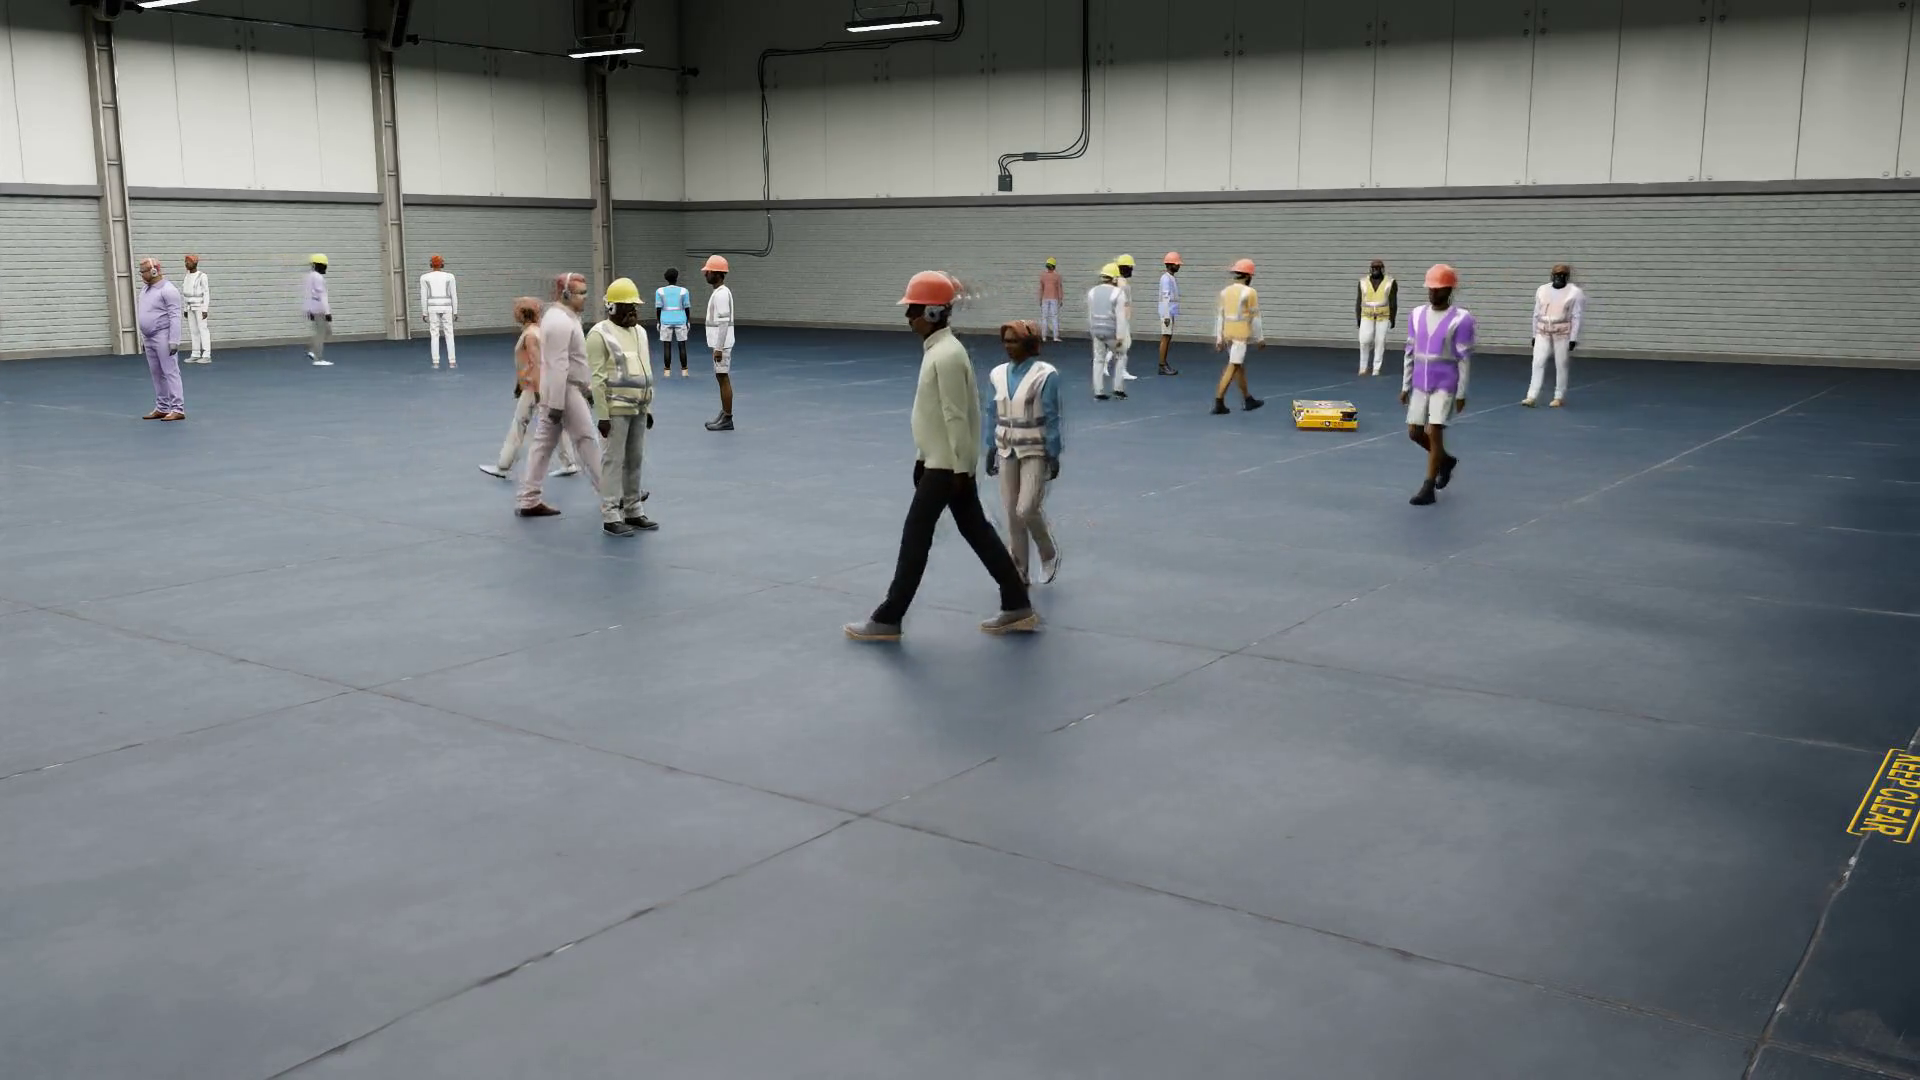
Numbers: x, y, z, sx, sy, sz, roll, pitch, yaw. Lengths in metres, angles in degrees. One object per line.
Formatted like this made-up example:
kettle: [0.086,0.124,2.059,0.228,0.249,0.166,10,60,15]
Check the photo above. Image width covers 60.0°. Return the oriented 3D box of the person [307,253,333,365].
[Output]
person: [-10.885,-3.917,28.313,0.427,1.906,0.591,-6,12,-29]

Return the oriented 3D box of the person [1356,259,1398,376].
person: [6.492,-3.461,25.976,0.640,1.822,0.595,4,11,20]

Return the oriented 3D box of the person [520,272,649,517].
person: [-2.915,-1.097,12.657,0.996,1.842,0.630,-4,11,-21]

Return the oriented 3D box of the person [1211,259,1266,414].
person: [3.427,-2.489,20.399,0.967,1.883,0.539,-6,12,-32]

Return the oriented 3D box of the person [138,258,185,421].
person: [-9.414,-2.345,19.523,0.652,1.898,0.402,7,12,33]

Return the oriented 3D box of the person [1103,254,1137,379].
person: [2.416,-3.388,25.312,0.533,1.913,0.604,0,10,2]

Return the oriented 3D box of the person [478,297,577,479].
person: [-3.816,-1.334,14.680,0.863,1.597,0.510,-1,10,-8]

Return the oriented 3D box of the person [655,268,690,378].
person: [-4.433,-3.351,25.714,0.540,1.698,0.317,-2,10,-12]

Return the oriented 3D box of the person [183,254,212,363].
person: [-13.276,-4.008,28.886,0.573,1.883,0.356,5,11,27]

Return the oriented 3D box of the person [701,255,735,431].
person: [-2.691,-2.189,18.526,0.354,1.942,0.545,-2,10,-11]

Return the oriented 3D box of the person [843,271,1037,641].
person: [-0.059,-0.432,8.719,1.036,1.941,0.640,0,10,-2]

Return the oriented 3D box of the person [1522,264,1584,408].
person: [7.445,-2.549,20.928,0.639,1.804,0.859,8,13,39]

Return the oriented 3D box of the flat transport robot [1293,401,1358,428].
flat transport robot: [4.181,-1.456,19.101,0.652,0.197,1.431,2,10,9]

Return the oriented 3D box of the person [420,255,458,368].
person: [-8.658,-3.796,27.693,0.573,1.883,0.354,-3,11,-16]

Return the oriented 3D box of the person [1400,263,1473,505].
person: [3.847,-1.252,13.340,0.675,1.920,0.565,-9,14,-43]

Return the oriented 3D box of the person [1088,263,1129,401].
person: [1.986,-2.734,21.952,0.597,1.810,0.632,8,13,36]

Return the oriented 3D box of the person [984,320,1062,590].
person: [0.365,-0.494,9.906,0.536,1.626,0.358,9,13,40]

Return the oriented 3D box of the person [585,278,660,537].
person: [-2.391,-0.942,11.879,0.403,1.829,0.610,5,11,26]

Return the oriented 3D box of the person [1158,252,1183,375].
person: [3.329,-3.574,26.298,0.373,1.934,0.551,3,10,14]

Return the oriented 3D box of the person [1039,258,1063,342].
person: [1.914,-5.057,35.084,0.523,1.769,0.313,4,11,20]
